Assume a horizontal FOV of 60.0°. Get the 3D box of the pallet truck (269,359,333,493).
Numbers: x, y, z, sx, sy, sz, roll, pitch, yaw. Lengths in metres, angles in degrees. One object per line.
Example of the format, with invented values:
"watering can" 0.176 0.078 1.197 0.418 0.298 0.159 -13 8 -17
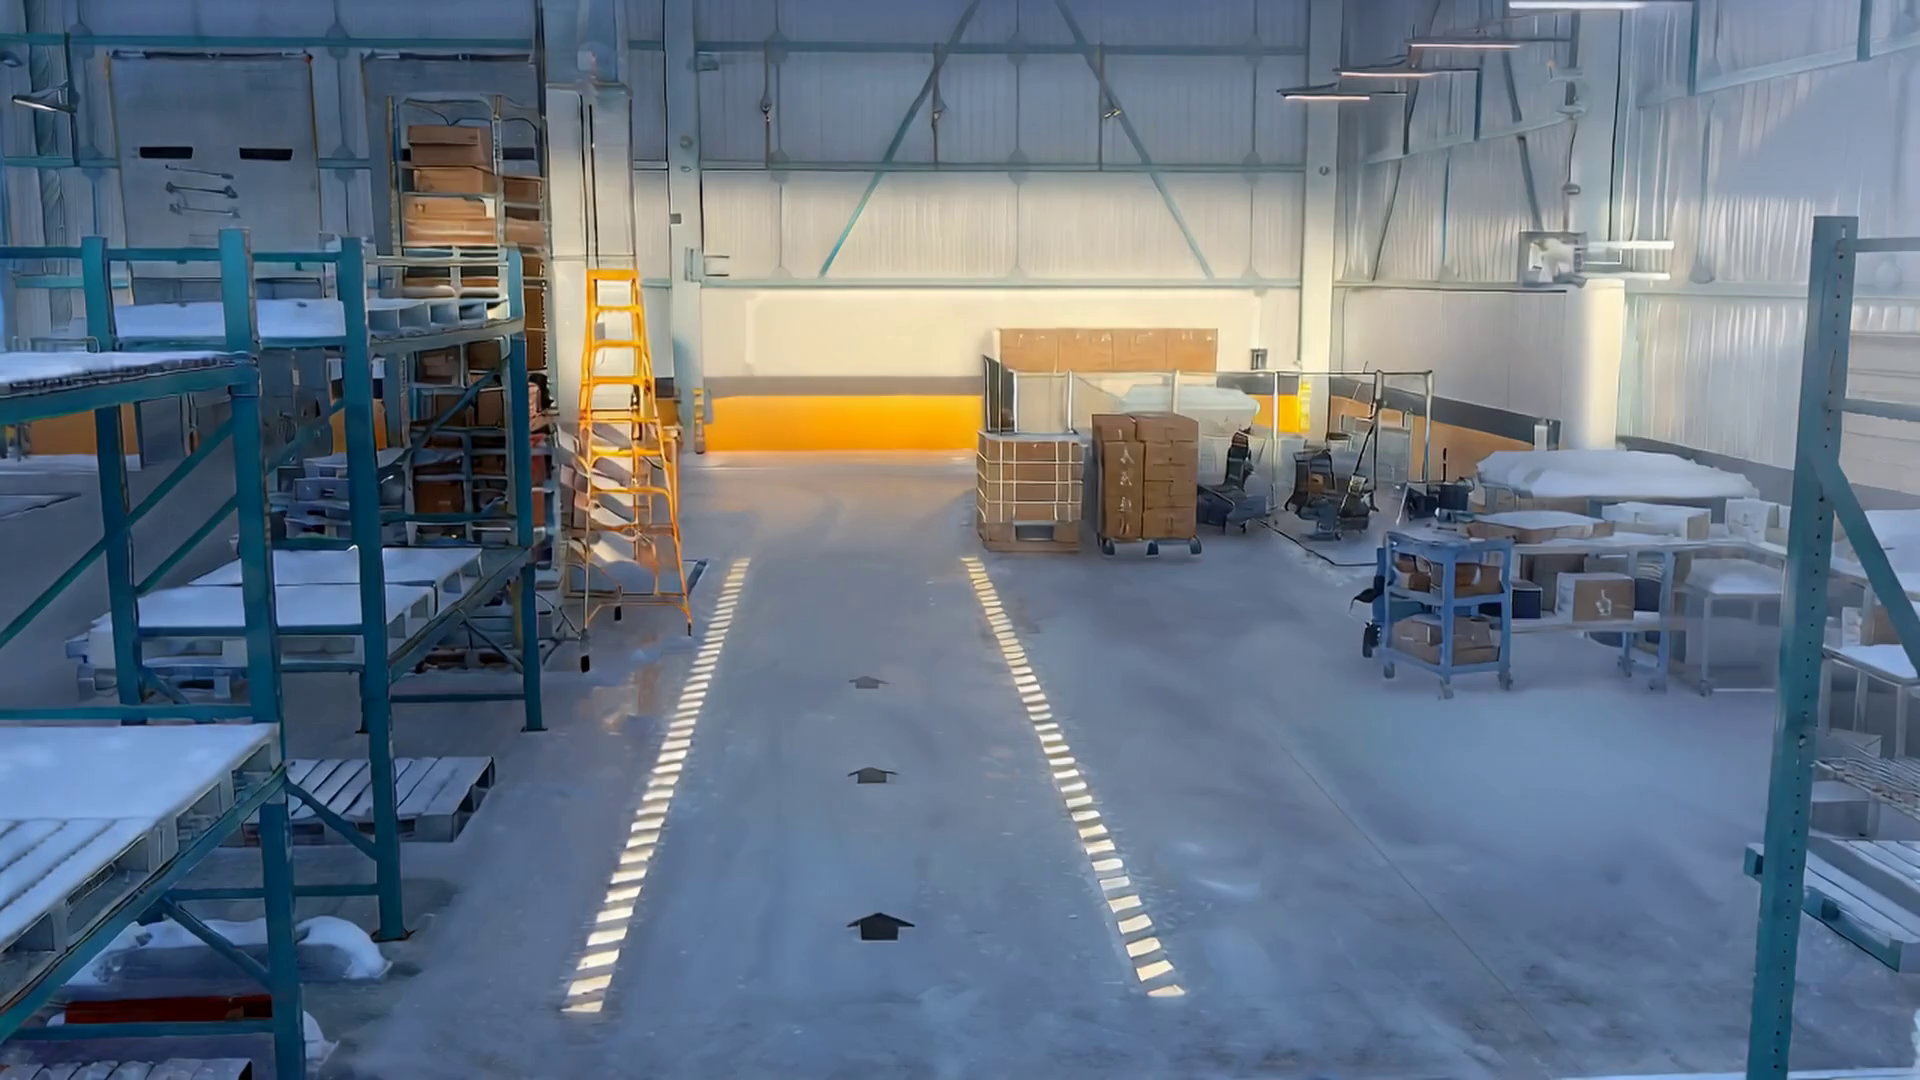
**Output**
"pallet truck" -7.062 -1.131 18.996 1.885 1.965 0.823 2 9 13
